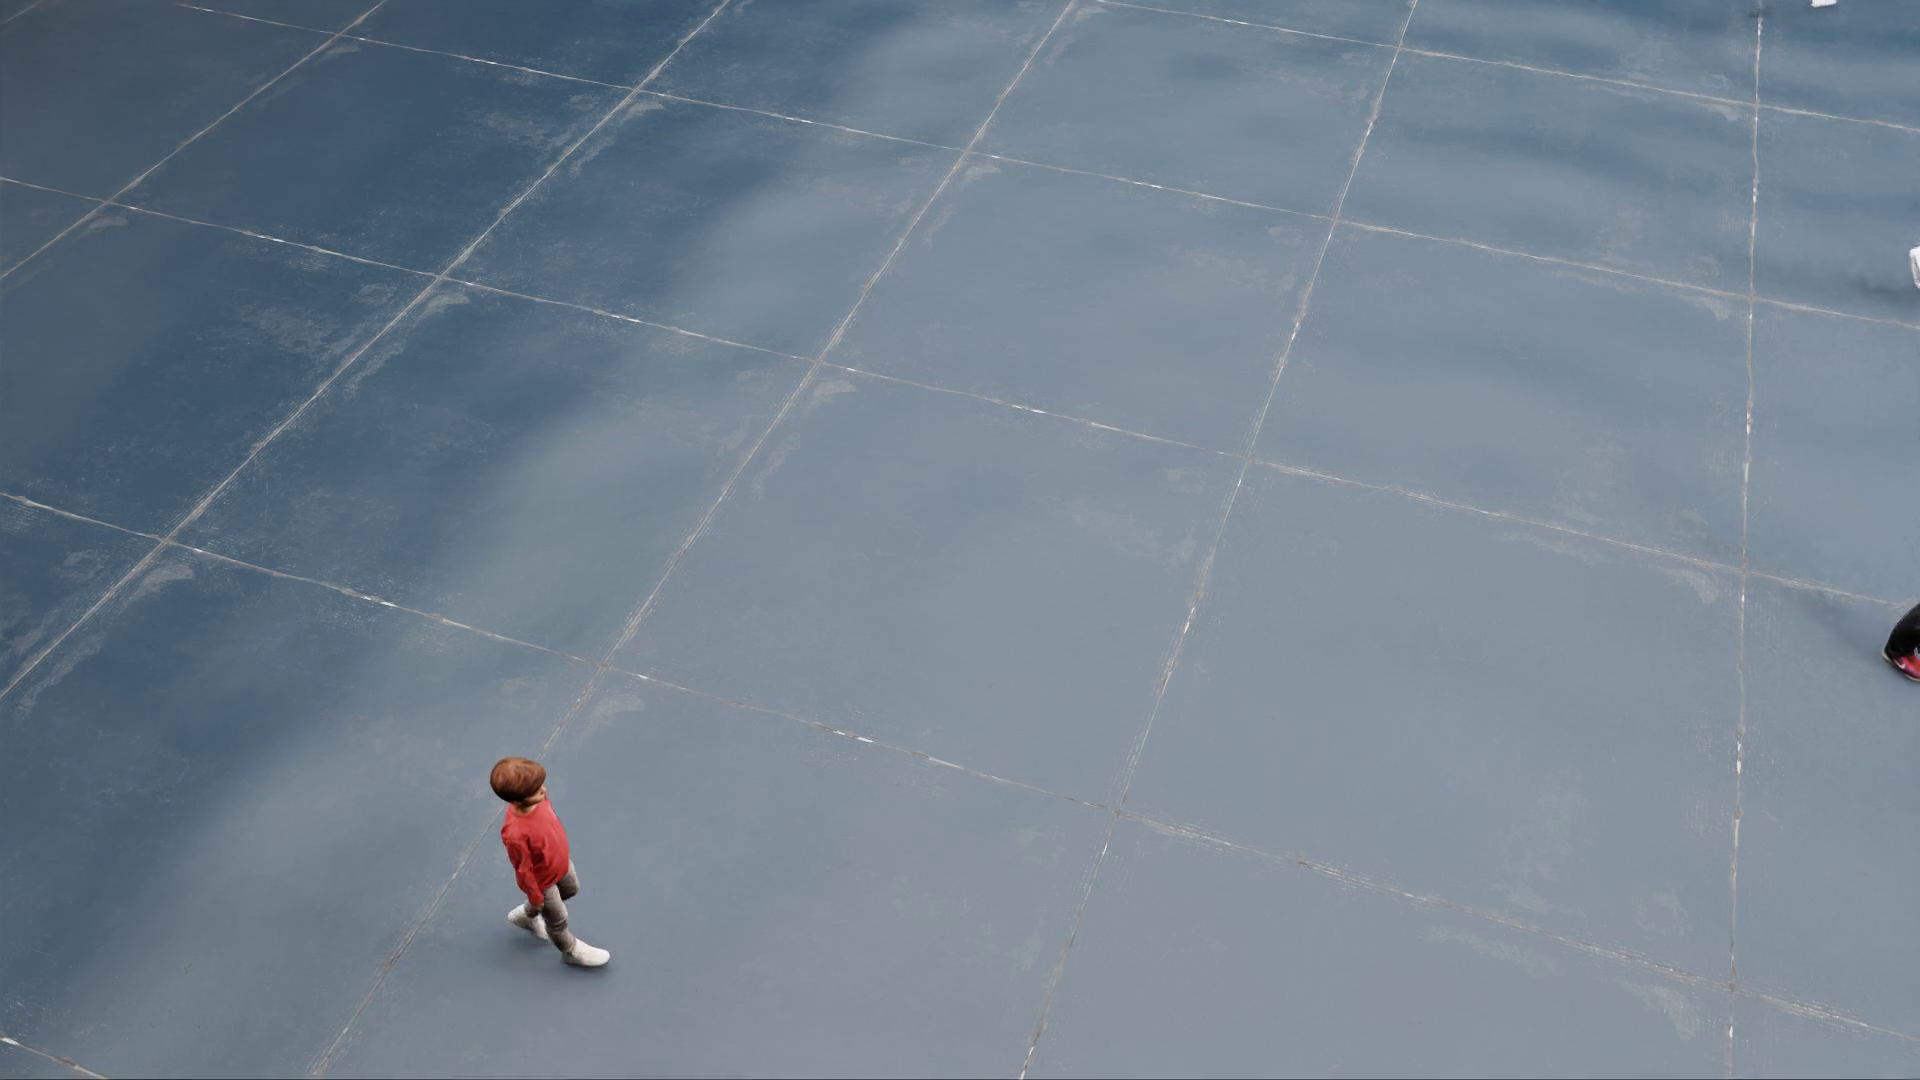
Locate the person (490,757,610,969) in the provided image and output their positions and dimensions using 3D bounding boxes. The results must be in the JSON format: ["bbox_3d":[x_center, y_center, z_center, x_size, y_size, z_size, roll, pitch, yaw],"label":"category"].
[{"bbox_3d":[-1.939,1.449,7.487,0.758,1.410,0.601,7,44,8],"label":"person"}]
